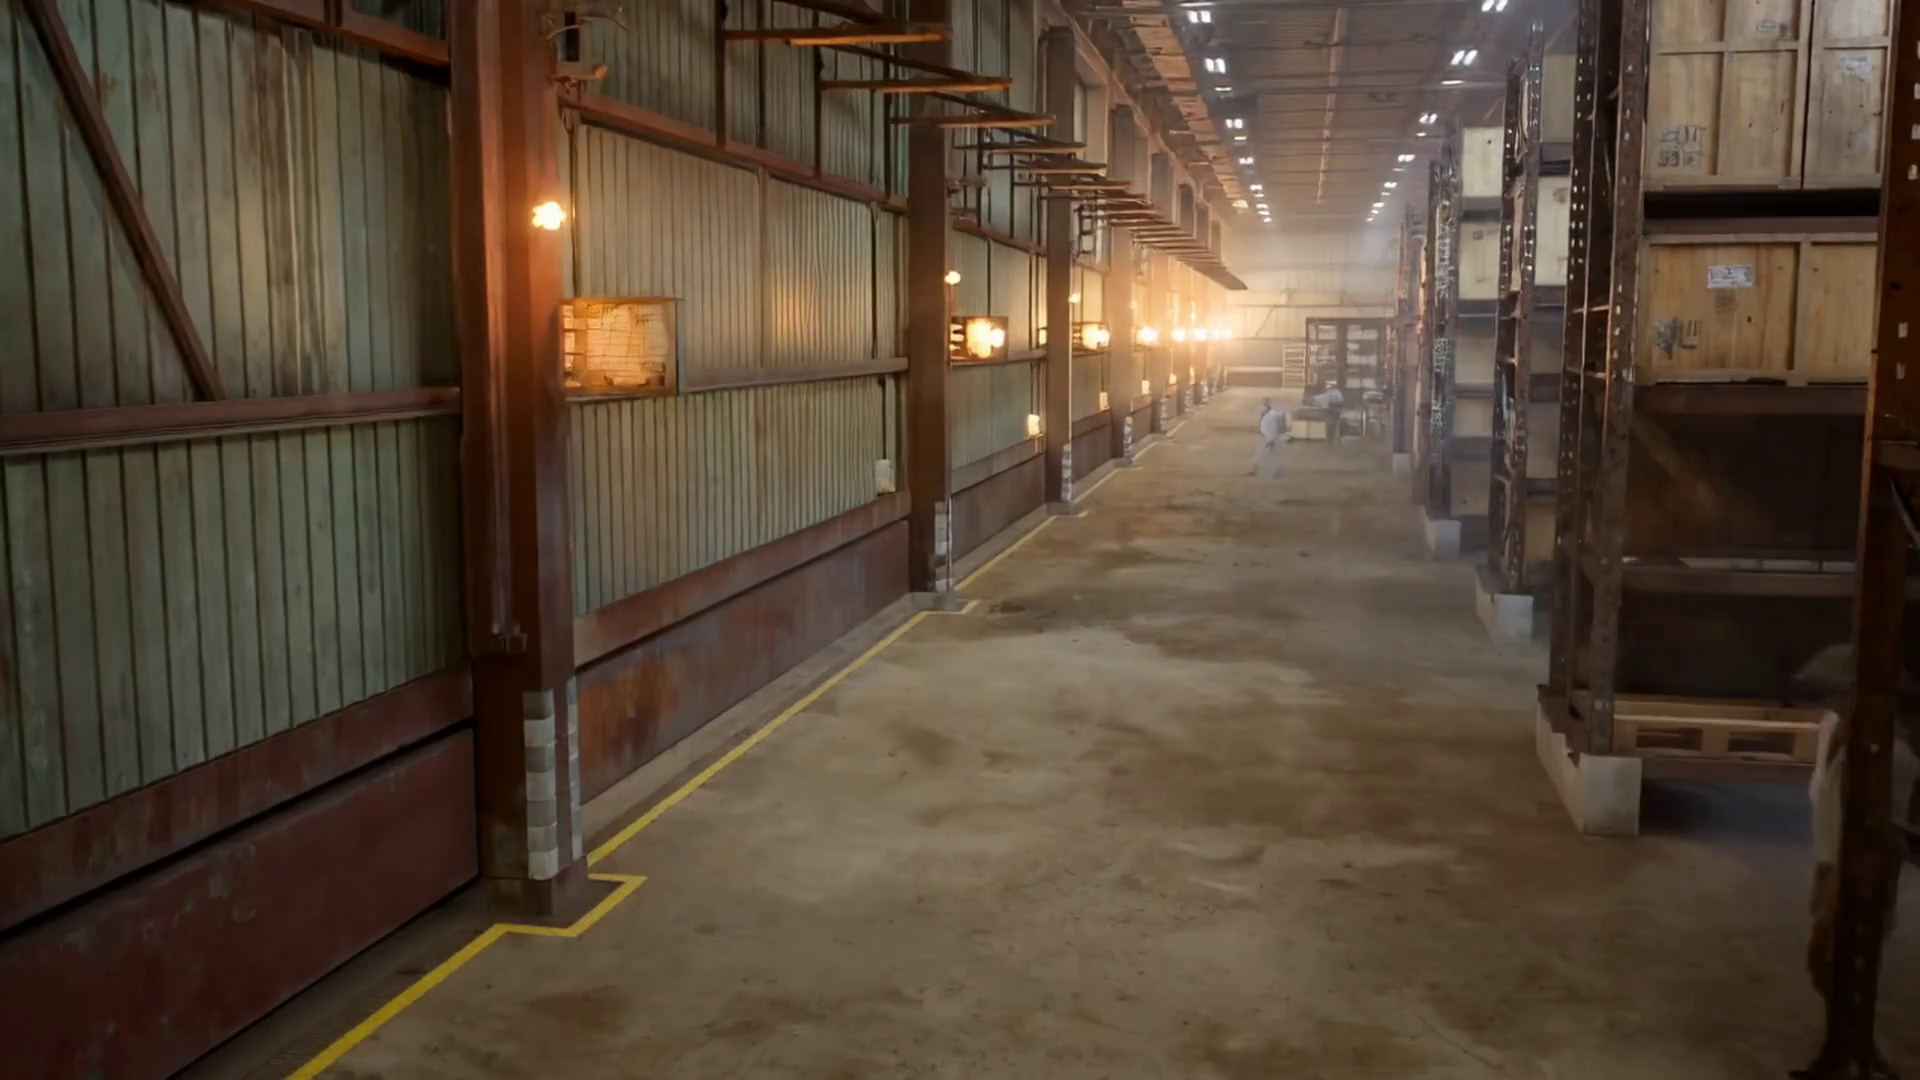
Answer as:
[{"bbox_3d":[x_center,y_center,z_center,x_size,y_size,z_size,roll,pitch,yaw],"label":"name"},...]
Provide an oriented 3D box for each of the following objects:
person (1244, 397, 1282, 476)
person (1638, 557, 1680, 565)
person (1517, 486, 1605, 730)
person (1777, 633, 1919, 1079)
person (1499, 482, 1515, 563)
[{"bbox_3d":[6.582,-2.223,35.831,0.884,1.699,0.586,-2,8,-18],"label":"person"},{"bbox_3d":[6.038,0.492,14.524,0.780,1.598,0.521,7,10,43],"label":"person"},{"bbox_3d":[4.669,0.537,12.970,0.819,1.909,0.648,1,7,6],"label":"person"},{"bbox_3d":[3.543,1.322,6.641,0.433,1.924,0.547,1,7,5],"label":"person"},{"bbox_3d":[7.346,-0.495,21.334,1.043,1.882,0.603,6,9,39],"label":"person"}]
